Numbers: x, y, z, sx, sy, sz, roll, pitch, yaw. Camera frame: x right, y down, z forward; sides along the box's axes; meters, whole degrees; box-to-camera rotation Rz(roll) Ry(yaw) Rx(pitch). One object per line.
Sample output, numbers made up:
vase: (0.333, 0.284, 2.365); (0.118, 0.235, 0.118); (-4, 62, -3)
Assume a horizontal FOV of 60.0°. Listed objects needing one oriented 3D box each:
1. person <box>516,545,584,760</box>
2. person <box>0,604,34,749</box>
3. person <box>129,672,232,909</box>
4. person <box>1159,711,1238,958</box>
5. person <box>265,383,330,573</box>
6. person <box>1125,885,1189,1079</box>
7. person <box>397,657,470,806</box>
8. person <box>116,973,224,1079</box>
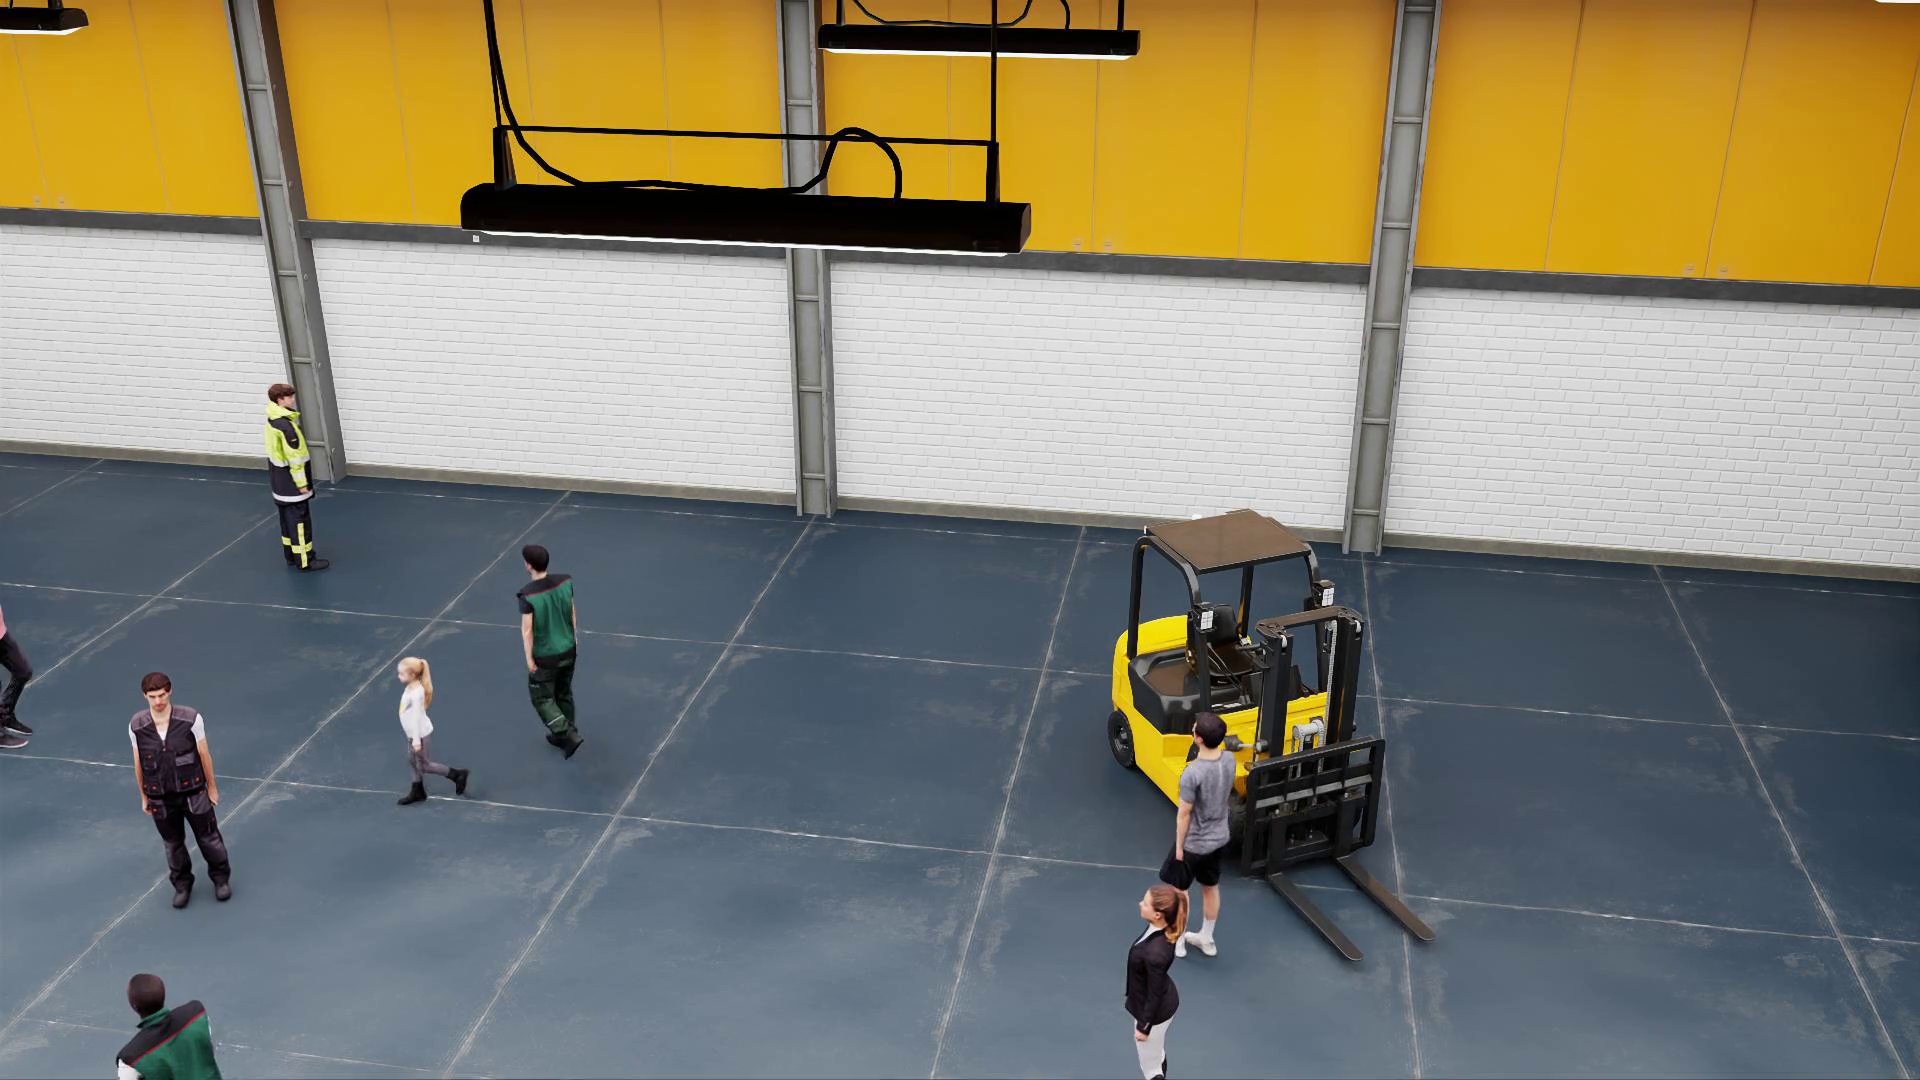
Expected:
person: (-3.263, 0.947, 13.515); (1.051, 1.880, 0.957); (20, 31, 38)
person: (-8.106, 0.838, 13.688); (0.709, 1.942, 0.728); (-2, 24, -4)
person: (-5.510, 1.750, 11.724); (0.685, 1.843, 0.803); (-6, 24, -14)
person: (1.676, 2.000, 11.123); (0.801, 1.868, 0.864); (-15, 28, -31)
person: (-6.877, -0.655, 17.059); (0.921, 1.977, 0.844); (-17, 29, -35)
person: (1.112, 2.728, 9.631); (0.533, 1.729, 0.556); (4, 24, 9)
person: (-4.175, 1.497, 13.022); (0.854, 1.268, 0.748); (-11, 26, -23)
person: (-4.014, 3.081, 8.751); (1.310, 1.787, 1.064); (17, 29, 34)
